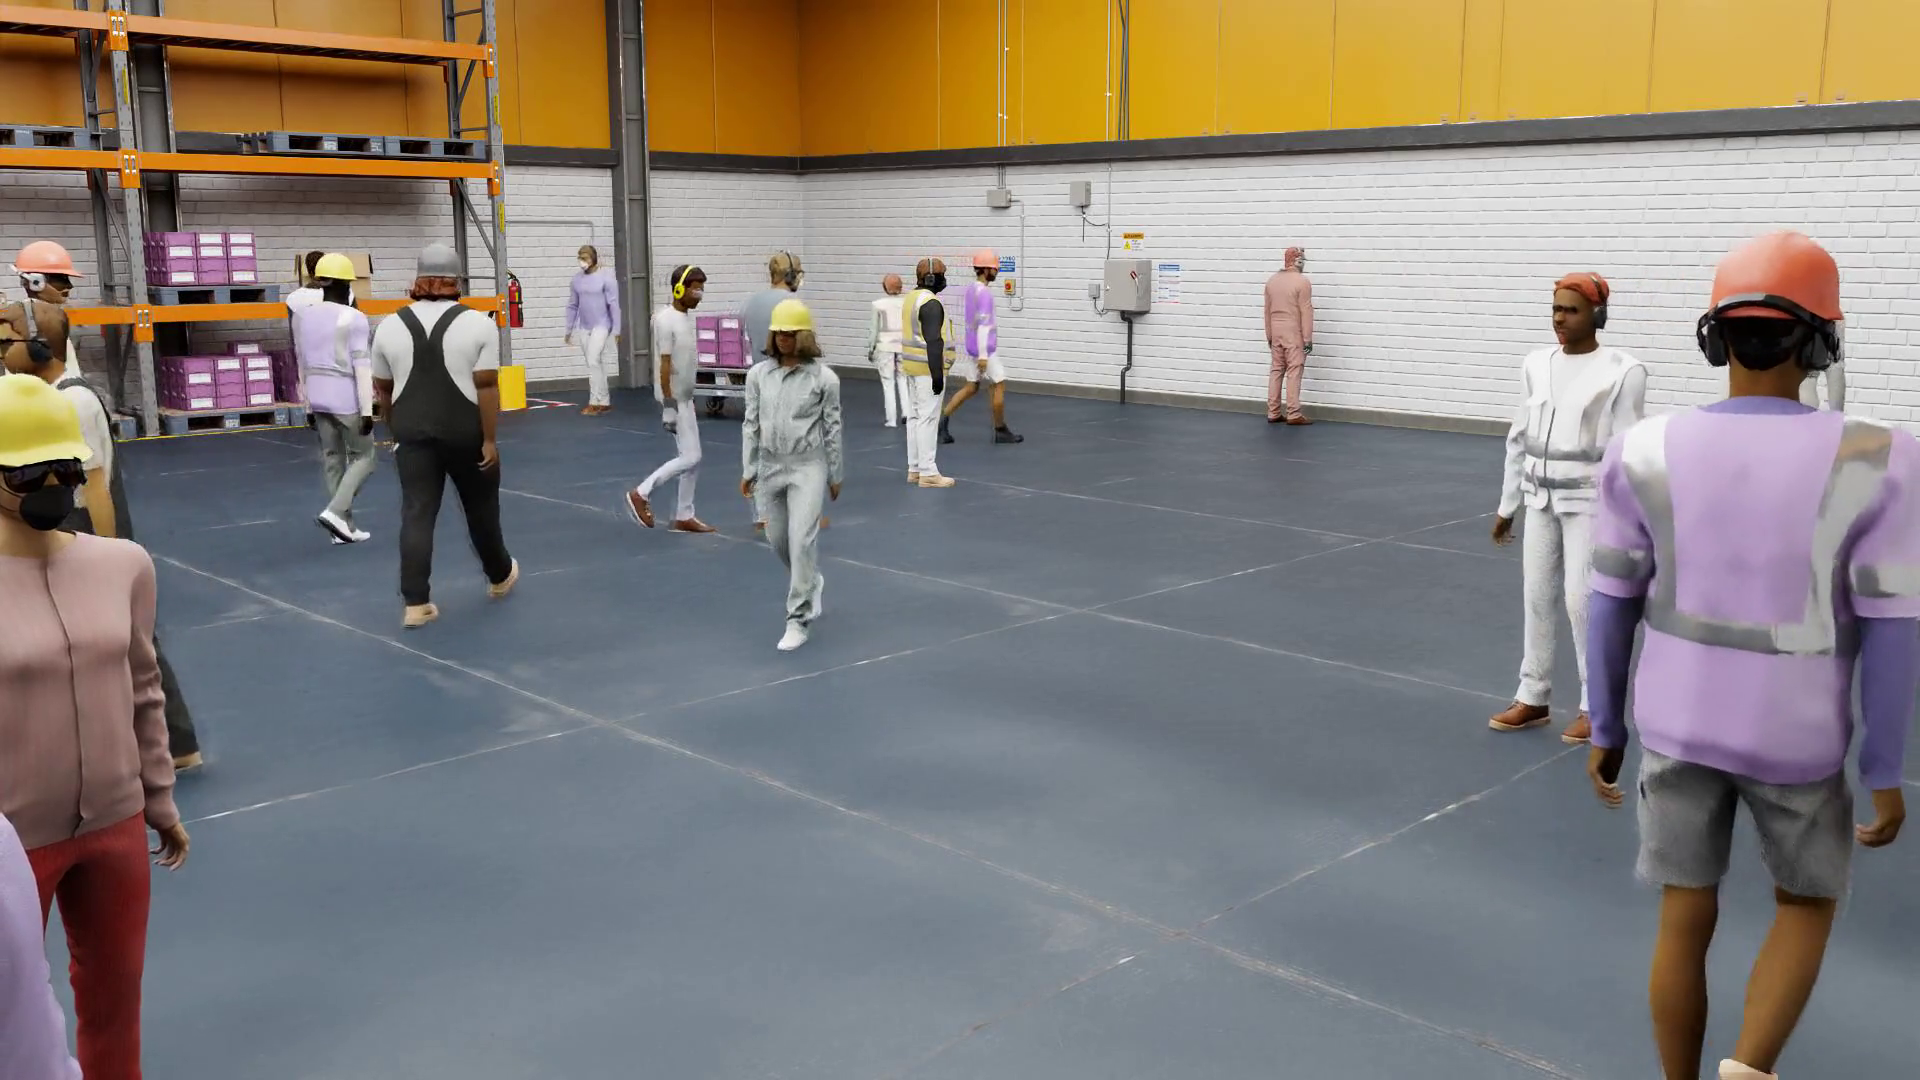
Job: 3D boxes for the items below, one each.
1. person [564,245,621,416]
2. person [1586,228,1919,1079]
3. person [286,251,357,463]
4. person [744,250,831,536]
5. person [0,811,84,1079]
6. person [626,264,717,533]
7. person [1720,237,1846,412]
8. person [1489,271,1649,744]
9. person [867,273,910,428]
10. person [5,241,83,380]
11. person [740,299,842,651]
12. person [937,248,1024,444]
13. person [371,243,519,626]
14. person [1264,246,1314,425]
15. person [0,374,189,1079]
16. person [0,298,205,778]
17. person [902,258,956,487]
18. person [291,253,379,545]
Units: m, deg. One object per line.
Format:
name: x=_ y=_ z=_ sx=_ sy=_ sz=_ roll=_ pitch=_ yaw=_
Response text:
person: x=-4.164 y=-2.335 z=18.631 sx=0.663 sy=1.910 sz=0.744 roll=6 pitch=12 yaw=30
person: x=1.608 y=0.390 z=3.432 sx=0.629 sy=2.033 sz=0.447 roll=7 pitch=13 yaw=35
person: x=-5.569 y=-1.588 z=14.612 sx=0.588 sy=1.892 sz=0.898 roll=-3 pitch=11 yaw=-14
person: x=-1.164 y=-0.994 z=11.285 sx=0.645 sy=1.915 sz=0.662 roll=9 pitch=14 yaw=40
person: x=-1.068 y=0.810 z=1.480 sx=0.643 sy=1.913 sz=0.410 roll=-2 pitch=11 yaw=-11
person: x=-1.924 y=-0.924 z=11.160 sx=0.544 sy=1.835 sz=0.564 roll=2 pitch=11 yaw=11
person: x=4.915 y=-0.775 z=9.854 sx=0.996 sy=2.002 sz=0.644 roll=-10 pitch=14 yaw=-43
person: x=2.430 y=-0.129 z=6.684 sx=0.385 sy=1.881 sz=0.592 roll=-6 pitch=12 yaw=-30
person: x=-0.715 y=-1.987 z=17.524 sx=0.516 sy=1.626 sz=0.374 roll=-4 pitch=11 yaw=-21
person: x=-4.725 y=-0.550 z=8.674 sx=0.392 sy=1.990 sz=0.614 roll=-9 pitch=14 yaw=-40
person: x=-0.813 y=-0.356 z=8.379 sx=0.485 sy=1.715 sz=0.753 roll=4 pitch=11 yaw=18
person: x=0.150 y=-1.866 z=16.096 sx=0.905 sy=1.906 sz=0.552 roll=-3 pitch=11 yaw=-16
person: x=-2.754 y=-0.617 z=8.909 sx=0.689 sy=2.000 sz=1.050 roll=0 pitch=10 yaw=1
person: x=3.557 y=-2.187 z=17.842 sx=0.402 sy=1.904 sz=0.651 roll=-7 pitch=12 yaw=-32
person: x=-1.745 y=0.564 z=3.220 sx=0.310 sy=1.769 sz=0.522 roll=6 pitch=12 yaw=28
person: x=-3.249 y=0.051 z=5.923 sx=0.973 sy=1.793 sz=0.508 roll=-6 pitch=12 yaw=-29
person: x=-0.249 y=-1.355 z=13.477 sx=0.429 sy=1.842 sz=0.632 roll=-3 pitch=11 yaw=-17
person: x=-4.051 y=-0.896 z=10.791 sx=0.585 sy=1.912 sz=0.463 roll=4 pitch=11 yaw=19
